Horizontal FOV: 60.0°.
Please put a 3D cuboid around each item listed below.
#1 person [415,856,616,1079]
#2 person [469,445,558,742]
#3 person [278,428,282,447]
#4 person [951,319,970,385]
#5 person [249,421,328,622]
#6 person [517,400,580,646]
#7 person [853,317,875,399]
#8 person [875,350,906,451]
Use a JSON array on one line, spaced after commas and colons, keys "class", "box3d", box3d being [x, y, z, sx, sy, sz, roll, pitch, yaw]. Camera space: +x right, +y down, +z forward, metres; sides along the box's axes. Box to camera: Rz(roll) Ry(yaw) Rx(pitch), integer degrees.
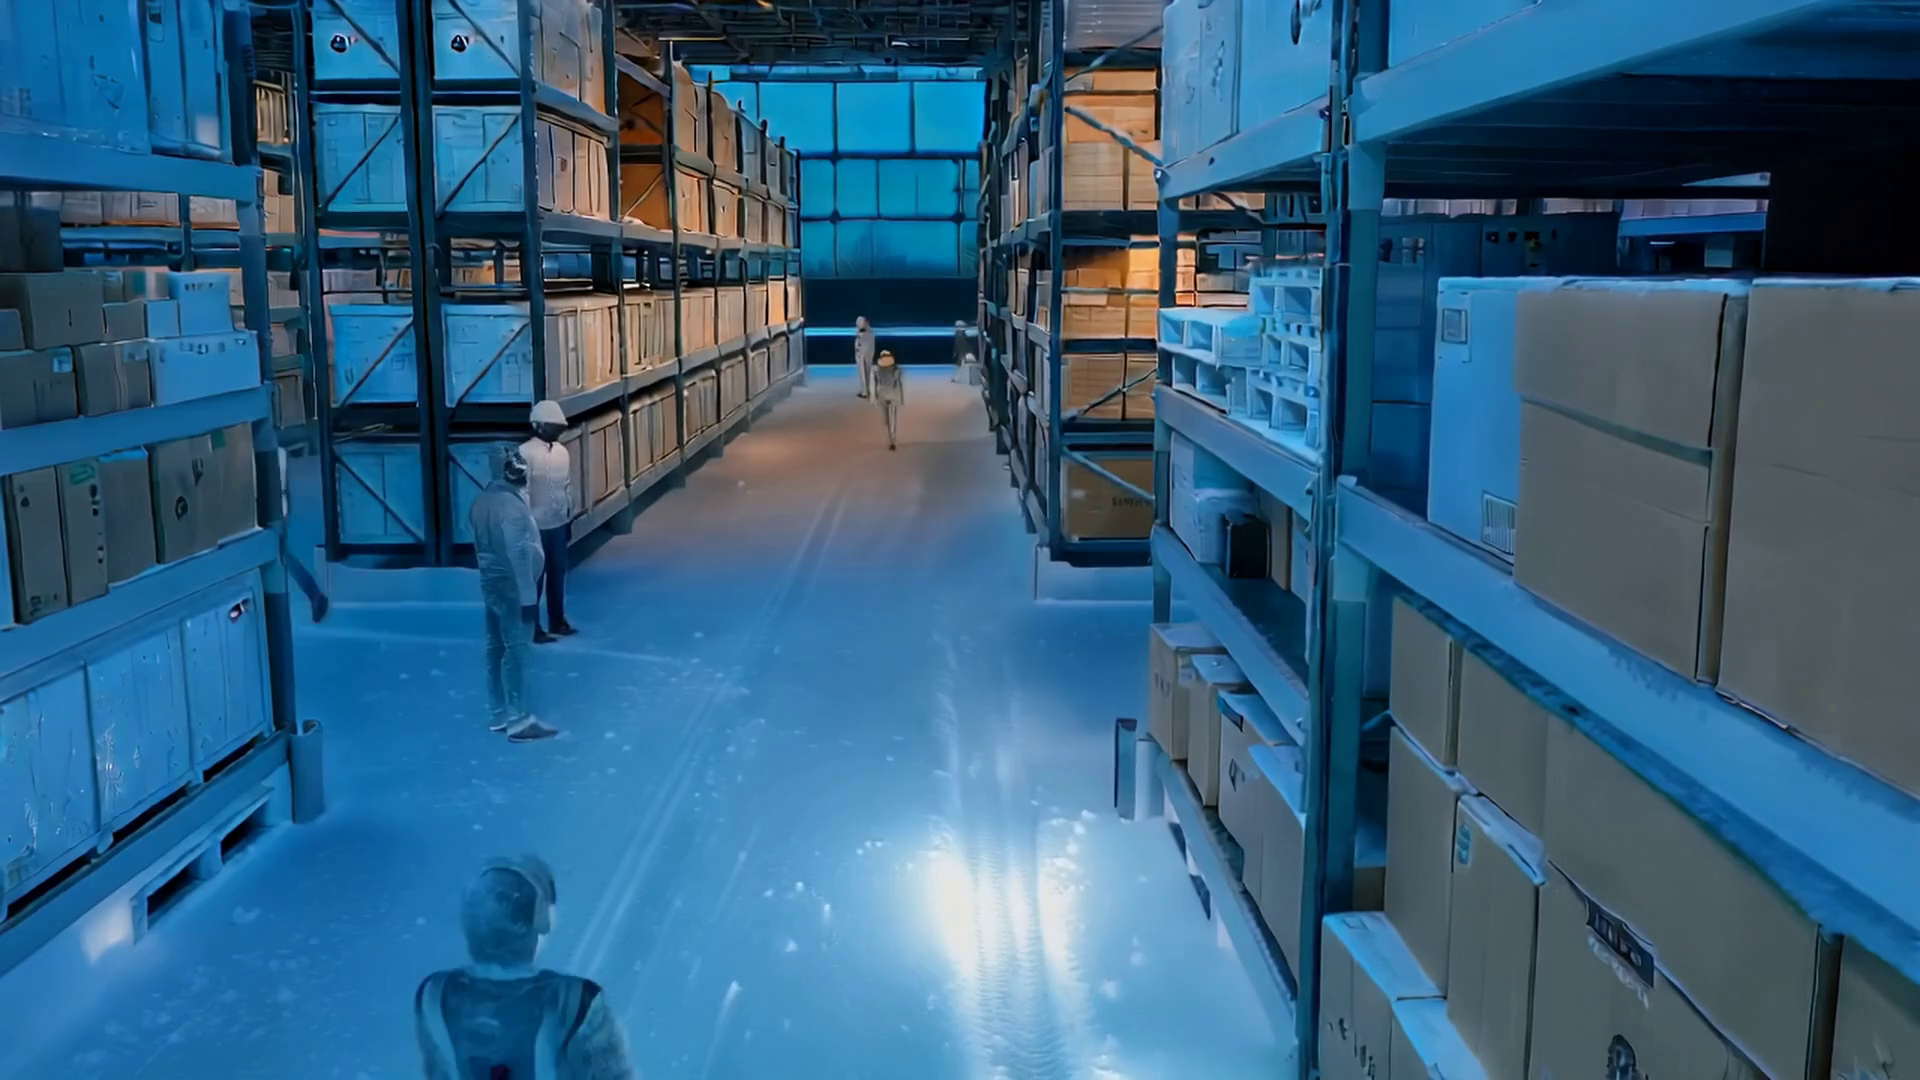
[{"class": "person", "box3d": [-1.068, 1.565, 4.101, 0.537, 1.620, 0.437, 2, 9, 10]}, {"class": "person", "box3d": [-2.884, 0.339, 10.749, 0.406, 1.911, 0.637, -7, 12, -38]}, {"class": "person", "box3d": [-6.775, -0.468, 15.816, 0.620, 1.861, 0.984, 2, 9, 10]}, {"class": "person", "box3d": [0.086, -4.954, 43.795, 0.817, 1.724, 0.575, -6, 11, -35]}, {"class": "person", "box3d": [-5.847, -0.165, 14.153, 0.841, 1.813, 0.595, 4, 10, 24]}, {"class": "person", "box3d": [-3.345, -0.145, 13.490, 0.413, 1.984, 0.621, 4, 10, 25]}, {"class": "person", "box3d": [-2.269, -4.274, 39.040, 0.407, 1.908, 0.641, -6, 11, -34]}, {"class": "person", "box3d": [-1.160, -2.339, 27.866, 0.501, 1.676, 0.776, 4, 10, 21]}]
